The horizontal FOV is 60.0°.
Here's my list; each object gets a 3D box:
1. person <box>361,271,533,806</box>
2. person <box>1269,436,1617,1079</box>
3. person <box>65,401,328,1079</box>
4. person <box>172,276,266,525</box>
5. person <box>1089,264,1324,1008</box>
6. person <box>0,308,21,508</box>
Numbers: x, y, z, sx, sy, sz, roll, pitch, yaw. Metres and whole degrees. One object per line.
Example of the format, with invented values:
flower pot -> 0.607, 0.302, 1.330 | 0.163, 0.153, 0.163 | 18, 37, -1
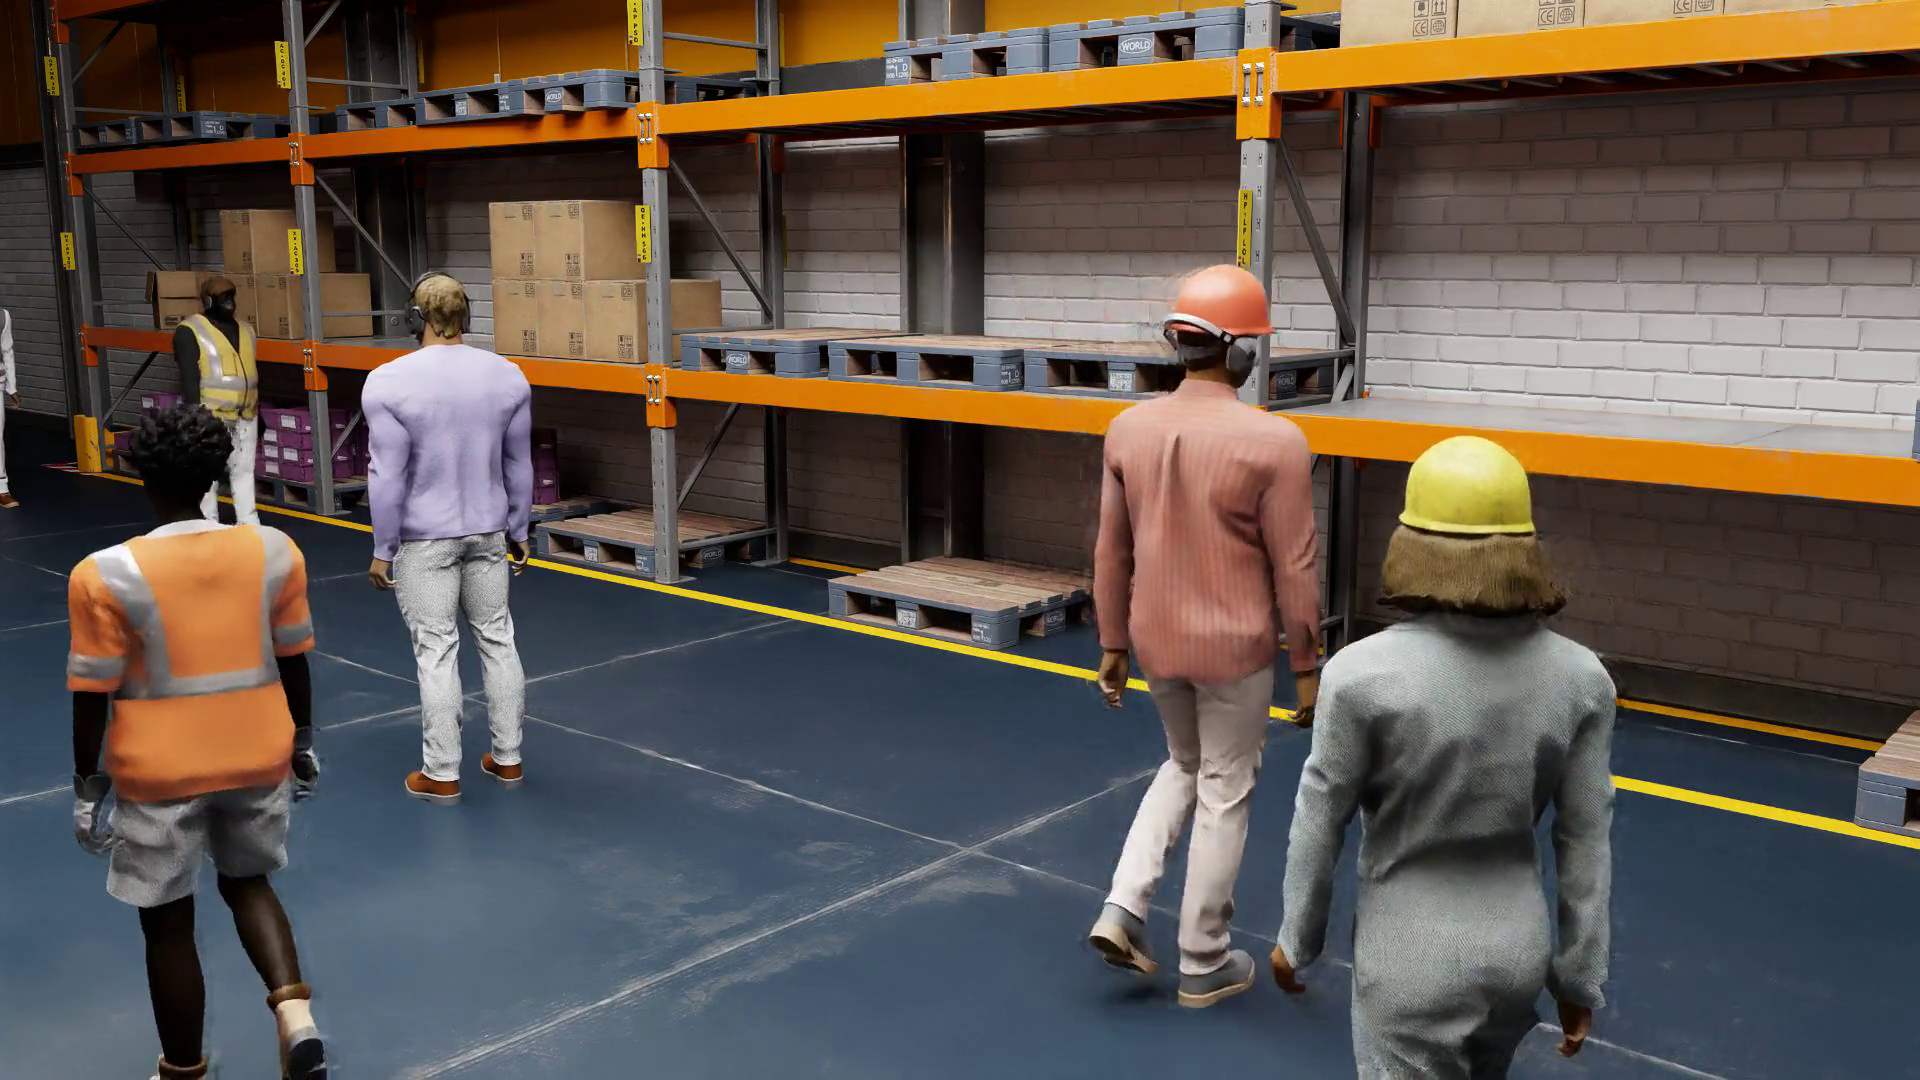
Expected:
person -> -1.856, -0.003, 6.089 | 0.637, 1.936, 0.355 | -9, 14, -42
person -> 0.786, 0.683, 2.823 | 0.494, 1.719, 0.670 | -2, 10, -12
person -> -1.694, 0.532, 3.761 | 0.465, 1.678, 0.580 | 9, 13, 41
person -> -4.962, -0.858, 11.248 | 0.429, 1.844, 0.625 | 5, 11, 25
person -> 0.656, 0.276, 4.373 | 0.467, 1.976, 0.624 | -9, 14, -42
person -> -7.591, -1.166, 12.860 | 0.361, 1.887, 0.574 | 9, 13, 41
